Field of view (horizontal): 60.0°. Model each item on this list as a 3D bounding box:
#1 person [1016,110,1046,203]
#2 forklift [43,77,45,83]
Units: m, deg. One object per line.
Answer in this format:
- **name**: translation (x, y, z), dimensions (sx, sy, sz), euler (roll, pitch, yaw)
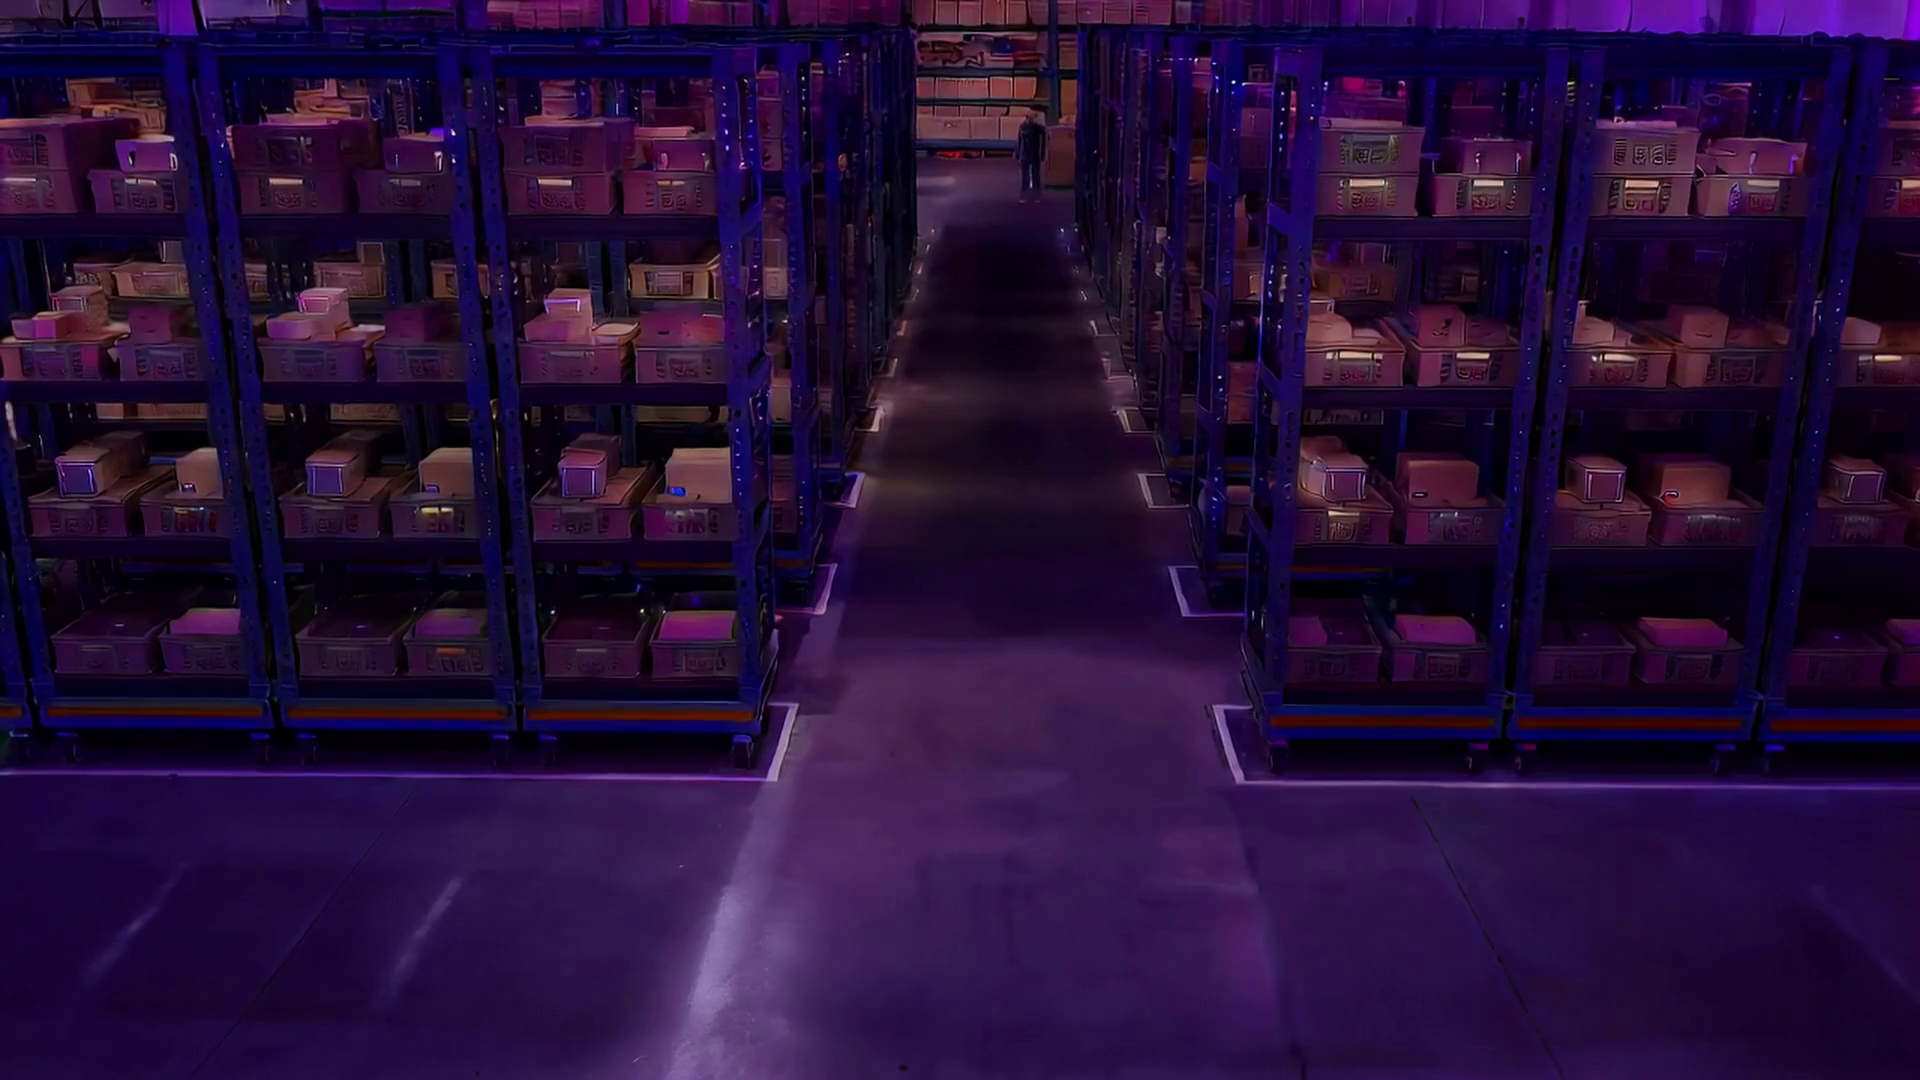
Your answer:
- **person**: translation (1.467, -7.998, 34.729), dimensions (0.643, 1.909, 0.410), euler (-5, 18, -14)
- **forklift**: translation (-23.532, -11.229, 43.426), dimensions (1.873, 2.768, 1.129), euler (9, 20, 27)
